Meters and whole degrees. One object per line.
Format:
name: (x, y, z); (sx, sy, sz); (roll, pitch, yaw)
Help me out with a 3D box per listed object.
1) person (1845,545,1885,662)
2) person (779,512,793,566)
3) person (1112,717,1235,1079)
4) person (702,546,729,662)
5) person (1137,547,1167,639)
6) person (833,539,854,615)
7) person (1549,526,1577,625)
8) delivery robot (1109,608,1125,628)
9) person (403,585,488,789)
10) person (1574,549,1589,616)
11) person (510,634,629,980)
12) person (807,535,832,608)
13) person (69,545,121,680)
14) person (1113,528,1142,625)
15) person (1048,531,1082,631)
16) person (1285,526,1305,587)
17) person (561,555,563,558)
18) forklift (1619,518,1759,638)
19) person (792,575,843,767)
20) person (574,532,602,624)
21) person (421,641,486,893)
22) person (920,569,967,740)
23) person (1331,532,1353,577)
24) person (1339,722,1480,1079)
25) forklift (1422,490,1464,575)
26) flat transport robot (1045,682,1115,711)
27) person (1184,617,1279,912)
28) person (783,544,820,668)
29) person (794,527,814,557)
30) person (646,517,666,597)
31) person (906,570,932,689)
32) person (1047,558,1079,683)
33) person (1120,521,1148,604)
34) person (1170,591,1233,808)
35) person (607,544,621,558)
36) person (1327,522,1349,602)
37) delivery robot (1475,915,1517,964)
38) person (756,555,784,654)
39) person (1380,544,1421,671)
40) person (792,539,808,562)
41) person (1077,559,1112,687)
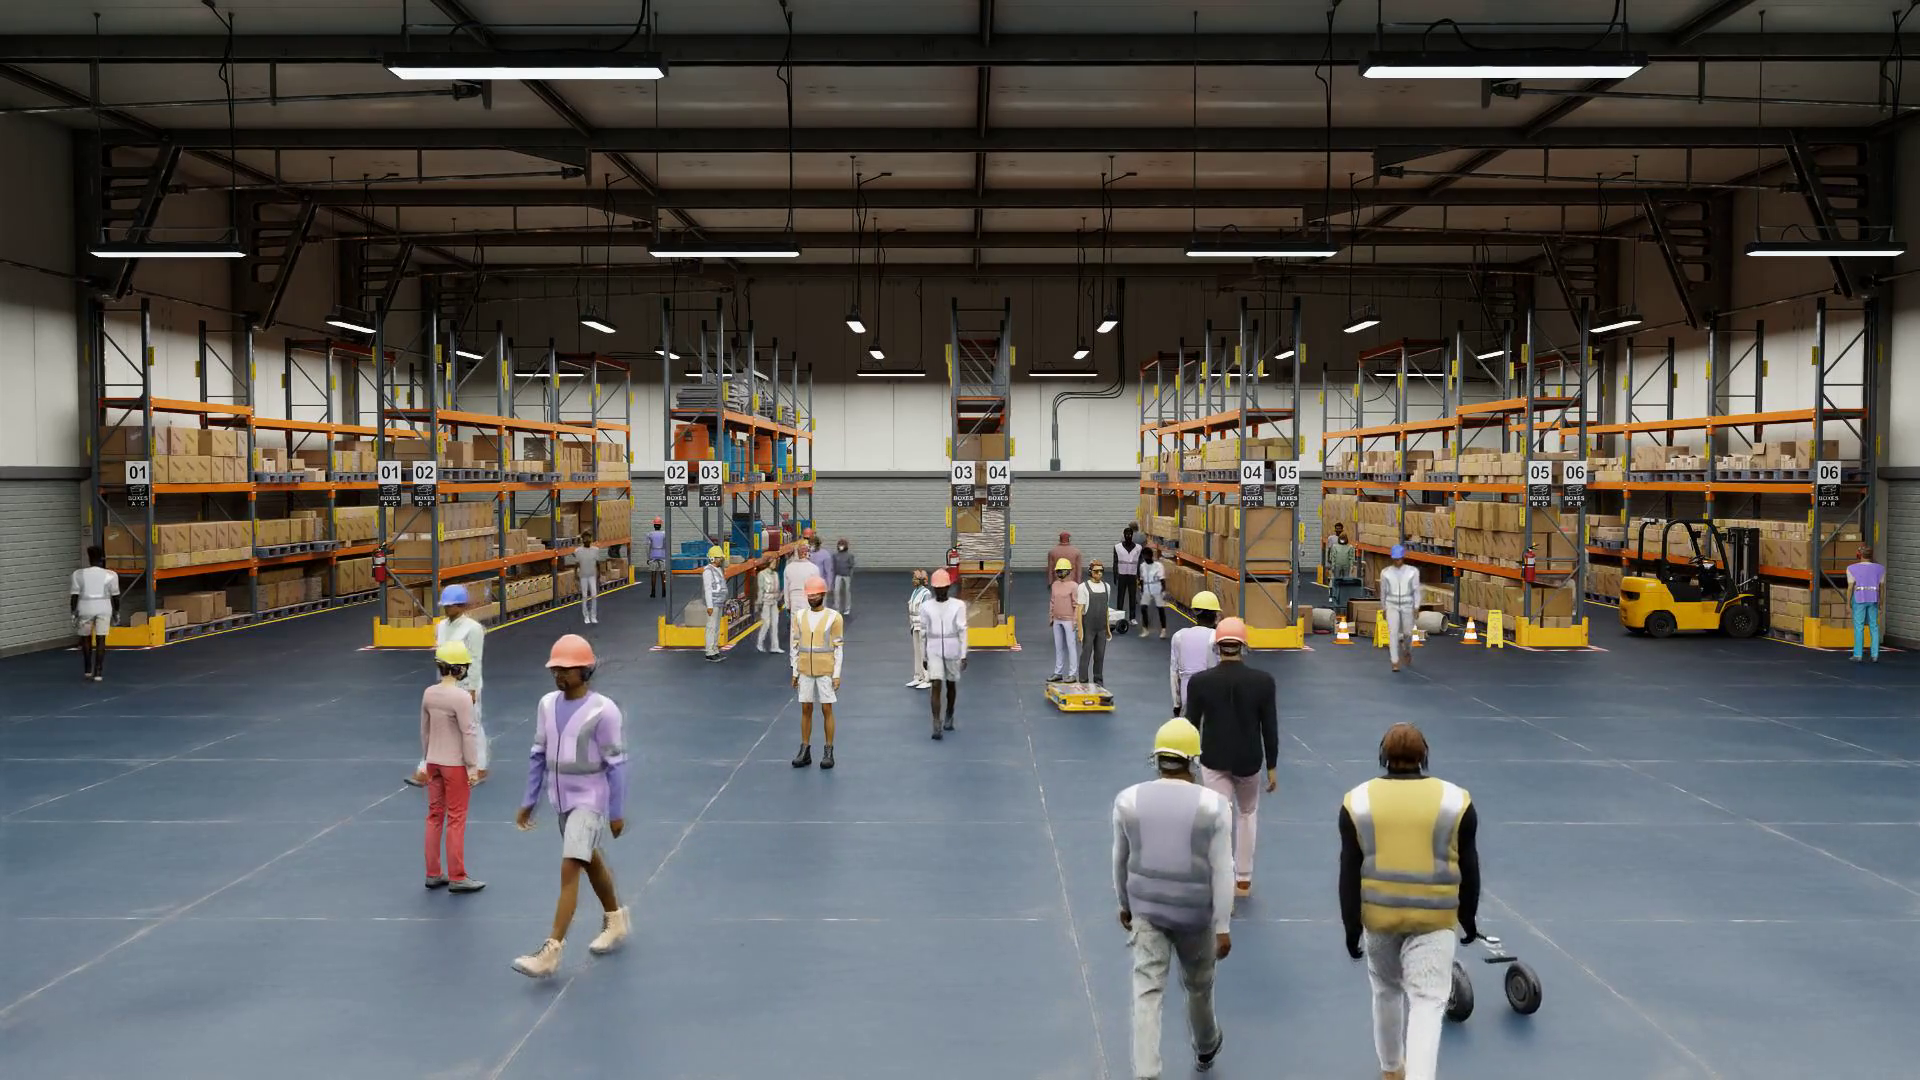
person: (14.269, 1.006, 25.459); (0.564, 1.846, 0.393); (0, 2, 6)
person: (-5.011, 0.143, 46.519); (0.643, 1.905, 0.400); (-1, 3, -31)
person: (1.035, 1.739, 7.736); (0.621, 1.779, 0.915); (1, 2, 22)
person: (-3.880, 1.006, 25.626); (0.404, 1.830, 0.601); (0, 2, 8)
person: (3.478, 0.958, 29.012); (0.655, 1.643, 0.707); (2, 3, 37)
person: (-2.469, 0.789, 33.887); (0.510, 1.599, 0.769); (1, 2, 14)
person: (11.526, 0.730, 30.802); (0.612, 1.976, 0.521); (0, 2, 3)
delivery robot: (2.717, 1.432, 30.136); (0.707, 0.478, 0.477); (-1, 2, -26)
person: (-4.802, 1.385, 15.171); (0.637, 1.907, 0.886); (1, 3, 27)
person: (12.906, 0.733, 33.765); (0.516, 1.720, 0.641); (1, 2, 12)
person: (-2.320, 1.564, 9.680); (0.607, 1.995, 1.068); (2, 3, 34)
person: (-2.567, 0.847, 28.915); (0.672, 1.893, 0.482); (1, 3, 33)
person: (-12.535, 1.042, 23.413); (0.640, 1.929, 0.922); (-1, 3, -26)
person: (3.314, 0.715, 31.901); (0.591, 1.920, 0.393); (0, 2, -4)
person: (1.988, 0.775, 30.540); (0.651, 1.906, 0.403); (0, 2, 5)
person: (8.798, 0.228, 42.599); (0.608, 2.045, 0.391); (1, 2, 18)
person: (-10.760, 0.328, 42.586); (0.536, 1.842, 0.478); (1, 2, 13)
forklift: (13.417, 0.684, 29.791); (2.313, 2.155, 1.214); (0, 2, 0)
person: (-1.456, 1.324, 16.348); (0.543, 1.938, 0.356); (1, 2, 16)
person: (-7.316, 0.760, 31.793); (0.560, 1.828, 0.902); (-1, 2, -21)
person: (-3.612, 1.601, 11.500); (0.533, 1.767, 0.326); (2, 3, 35)
person: (-0.186, 1.267, 18.390); (0.545, 1.902, 0.962); (0, 2, 3)
person: (8.854, 0.638, 37.383); (0.498, 1.633, 0.279); (0, 2, 8)
person: (2.062, 1.748, 7.448); (0.618, 1.803, 0.914); (1, 2, 21)
forklift: (13.926, -0.371, 47.846); (1.873, 2.768, 1.129); (0, 2, 0)
flat transport robot: (1.522, 1.995, 20.639); (0.652, 0.197, 1.431); (0, 2, -6)
person: (1.854, 1.512, 11.141); (0.642, 1.967, 0.814); (0, 2, 6)
person: (-2.371, 1.009, 24.660); (0.651, 1.906, 0.403); (1, 3, 27)
person: (-3.062, 0.692, 32.502); (0.552, 1.917, 0.808); (0, 2, 8)
person: (-7.335, 0.416, 39.202); (0.552, 1.937, 0.356); (-1, 2, -14)
person: (-0.542, 1.232, 22.340); (0.309, 1.641, 0.512); (-1, 3, -25)
person: (1.476, 1.145, 22.978); (0.314, 1.769, 0.524); (-2, 3, -45)
person: (3.980, 0.531, 36.930); (0.638, 1.916, 0.908); (0, 2, -6)
person: (2.143, 1.414, 14.259); (0.587, 1.922, 0.383); (2, 3, 38)
person: (-10.436, 0.012, 48.822); (0.454, 1.987, 0.626); (1, 3, 30)
person: (8.795, 0.520, 37.513); (0.513, 1.864, 0.329); (0, 2, -6)
delivery robot: (2.823, 2.144, 8.996); (0.335, 0.223, 0.698); (-1, 2, -15)
person: (-3.135, 1.063, 26.687); (0.382, 1.629, 0.558); (1, 3, 31)
person: (6.695, 1.010, 24.558); (0.602, 1.915, 0.790); (1, 2, 16)
person: (-2.913, 0.860, 30.514); (0.527, 1.738, 0.706); (1, 2, 22)
person: (1.775, 1.173, 21.276); (0.517, 1.843, 0.326); (-1, 3, -31)
